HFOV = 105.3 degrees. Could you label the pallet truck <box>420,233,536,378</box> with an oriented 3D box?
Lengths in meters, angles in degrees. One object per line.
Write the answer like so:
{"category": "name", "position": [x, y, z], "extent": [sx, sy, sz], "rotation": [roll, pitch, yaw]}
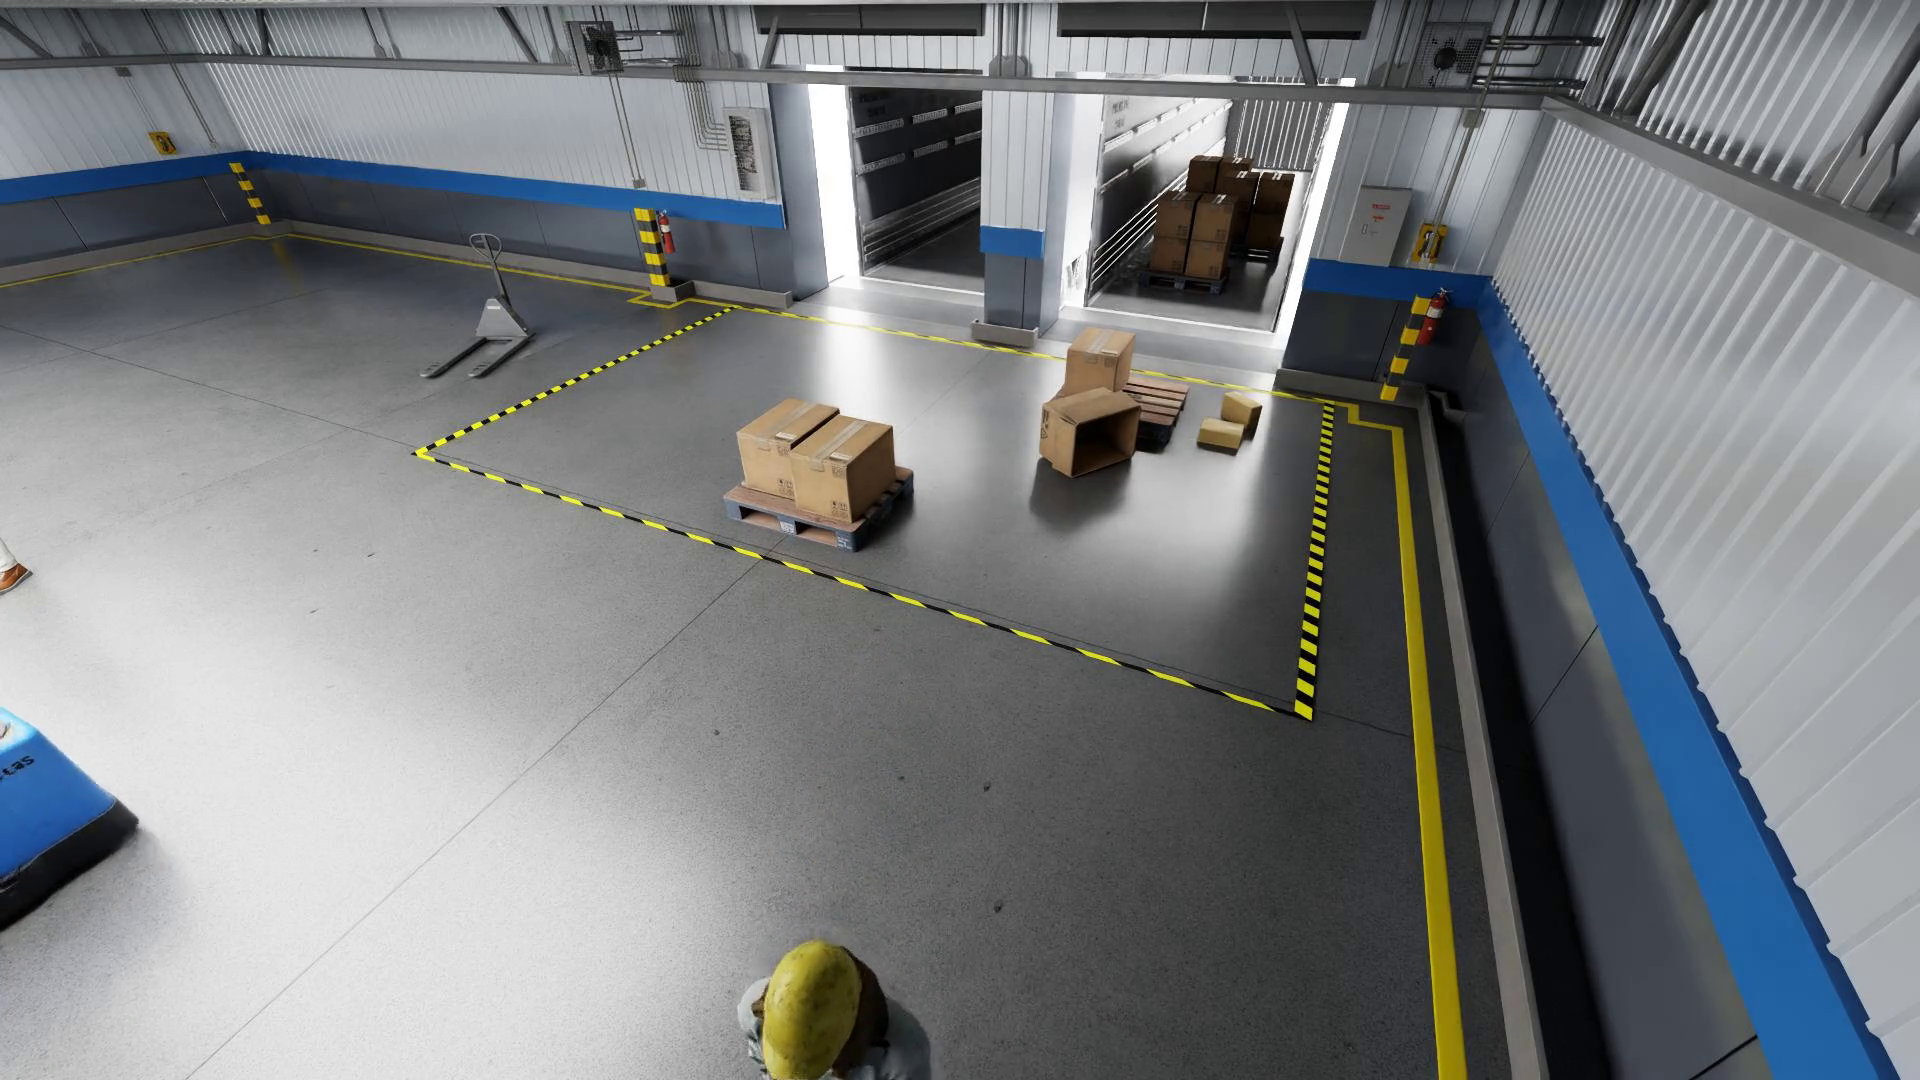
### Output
{"category": "pallet truck", "position": [-5.664, -2.712, 8.427], "extent": [0.680, 1.201, 1.601], "rotation": [0, 35, -1]}

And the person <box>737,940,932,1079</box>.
{"category": "person", "position": [-0.316, 1.574, 1.980], "extent": [0.510, 1.727, 0.375], "rotation": [6, 36, 8]}

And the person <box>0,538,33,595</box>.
{"category": "person", "position": [-6.883, -0.463, 4.659], "extent": [0.613, 1.946, 0.387], "rotation": [0, 35, -1]}

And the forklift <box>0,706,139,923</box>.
{"category": "forklift", "position": [-4.535, 0.773, 2.845], "extent": [0.716, 2.013, 0.776], "rotation": [14, 38, 19]}
